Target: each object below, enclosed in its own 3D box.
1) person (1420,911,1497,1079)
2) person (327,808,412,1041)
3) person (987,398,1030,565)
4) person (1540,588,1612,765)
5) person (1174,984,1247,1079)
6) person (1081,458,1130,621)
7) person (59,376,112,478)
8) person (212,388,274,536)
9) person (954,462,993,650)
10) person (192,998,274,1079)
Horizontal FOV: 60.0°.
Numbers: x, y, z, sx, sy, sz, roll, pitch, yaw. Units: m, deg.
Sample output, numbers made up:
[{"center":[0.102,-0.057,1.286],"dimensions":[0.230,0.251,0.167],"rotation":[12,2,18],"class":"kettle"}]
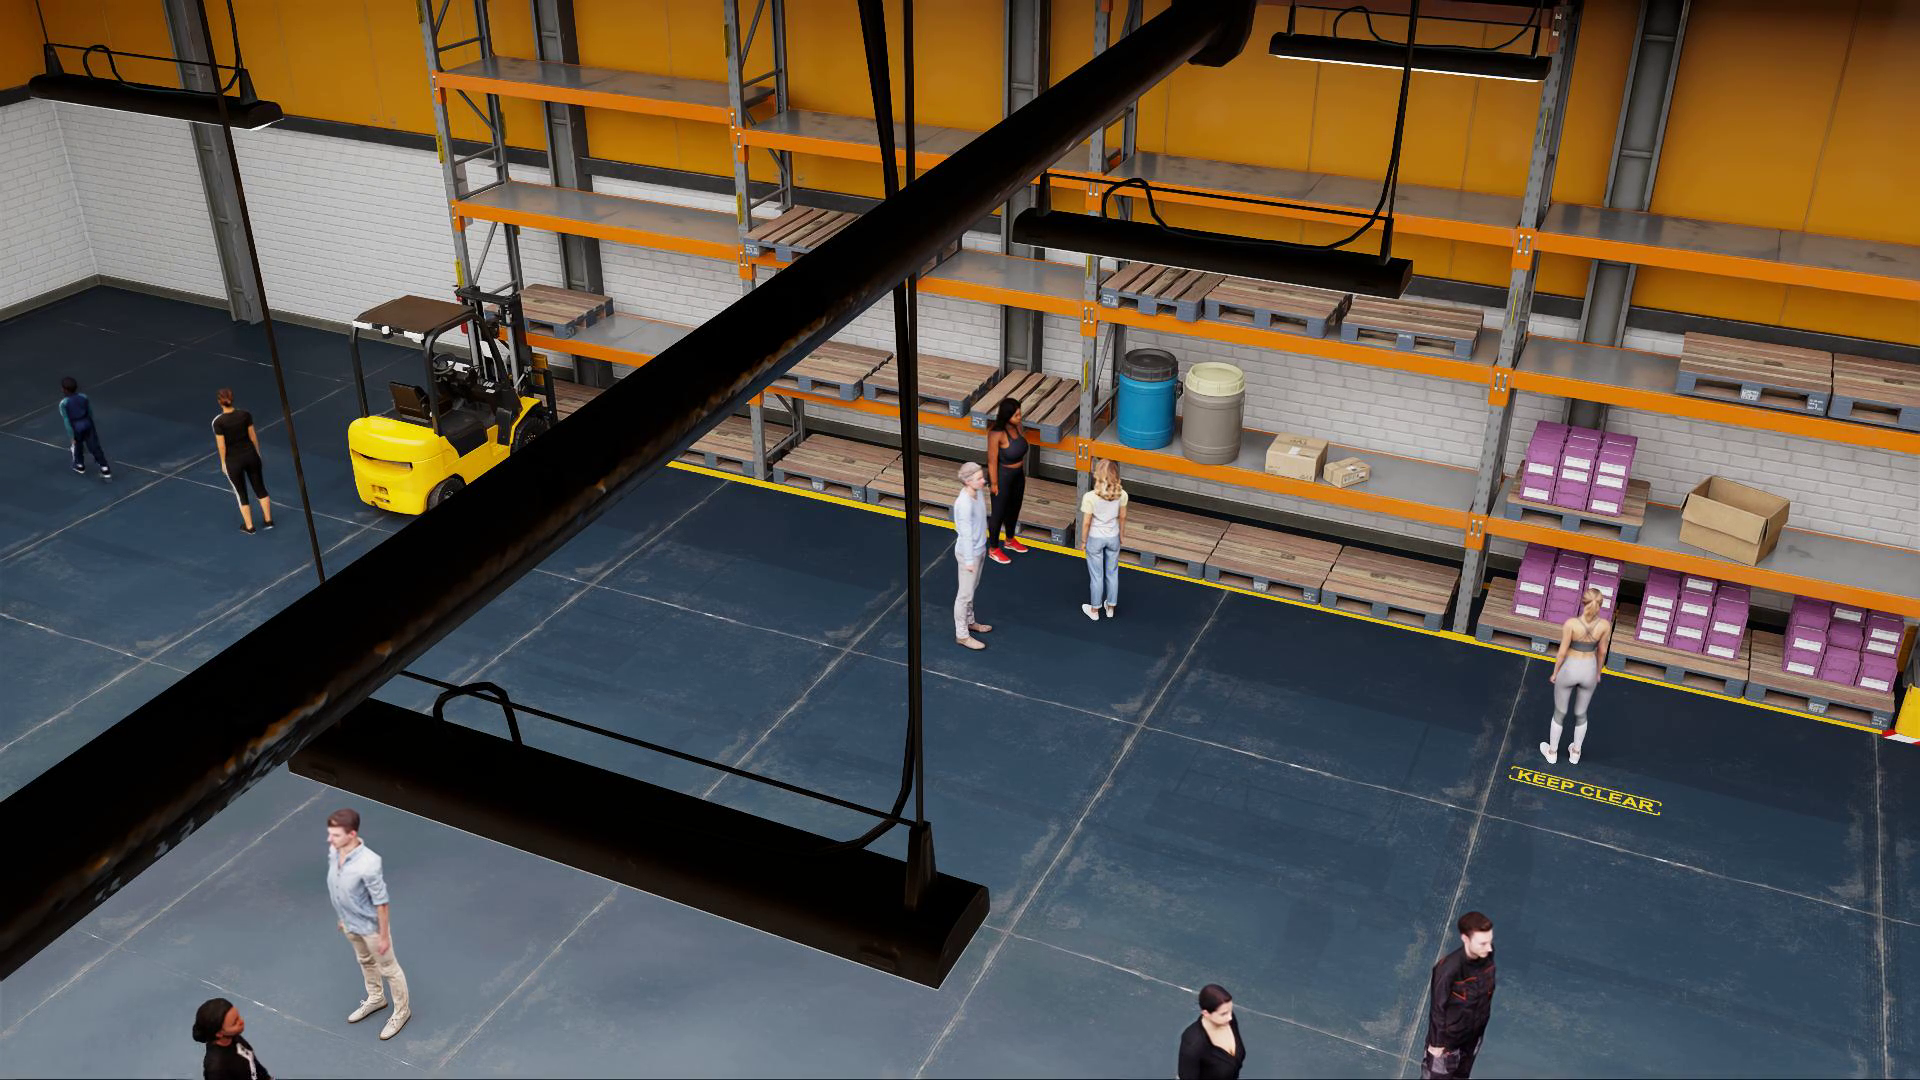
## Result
[{"center":[3.106,3.083,10.405],"dimensions":[0.776,1.914,0.757],"rotation":[-21,35,-33],"class":"person"},{"center":[-4.063,2.590,11.379],"dimensions":[0.557,1.847,0.746],"rotation":[19,34,30],"class":"person"},{"center":[0.485,-0.653,17.358],"dimensions":[0.707,1.815,0.724],"rotation":[22,36,35],"class":"person"},{"center":[5.256,1.151,14.166],"dimensions":[0.584,1.703,0.701],"rotation":[2,29,4],"class":"person"},{"center":[1.465,3.357,10.065],"dimensions":[0.705,1.758,0.729],"rotation":[21,35,33],"class":"person"},{"center":[1.405,-0.004,16.263],"dimensions":[0.699,1.723,0.767],"rotation":[-9,30,-16],"class":"person"},{"center":[-10.051,-1.260,19.087],"dimensions":[0.933,1.225,0.629],"rotation":[20,35,33],"class":"person"},{"center":[-7.733,-0.865,17.898],"dimensions":[0.643,1.669,0.616],"rotation":[-24,37,-37],"class":"person"},{"center":[0.098,0.116,15.866],"dimensions":[0.637,1.894,0.689],"rotation":[7,29,13],"class":"person"},{"center":[-4.432,3.434,10.036],"dimensions":[0.921,1.651,0.854],"rotation":[-9,30,-16],"class":"person"}]
